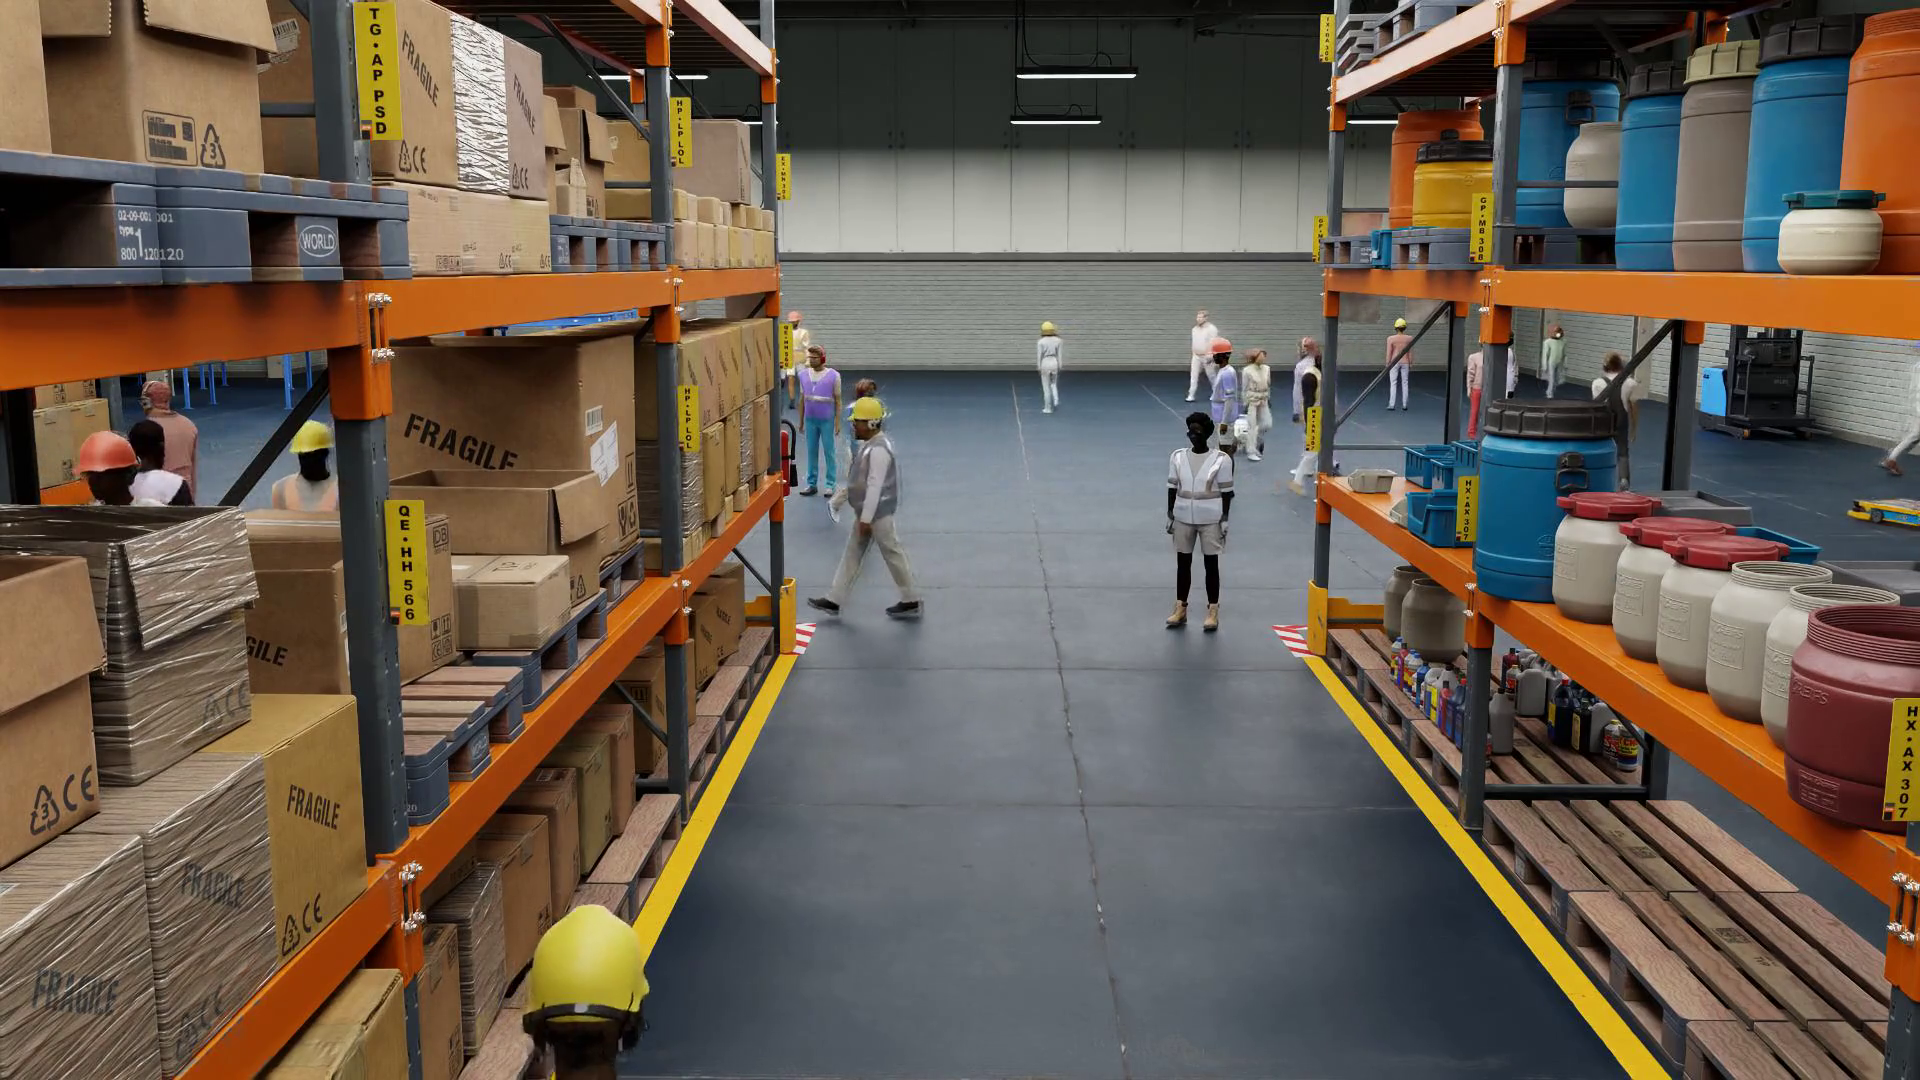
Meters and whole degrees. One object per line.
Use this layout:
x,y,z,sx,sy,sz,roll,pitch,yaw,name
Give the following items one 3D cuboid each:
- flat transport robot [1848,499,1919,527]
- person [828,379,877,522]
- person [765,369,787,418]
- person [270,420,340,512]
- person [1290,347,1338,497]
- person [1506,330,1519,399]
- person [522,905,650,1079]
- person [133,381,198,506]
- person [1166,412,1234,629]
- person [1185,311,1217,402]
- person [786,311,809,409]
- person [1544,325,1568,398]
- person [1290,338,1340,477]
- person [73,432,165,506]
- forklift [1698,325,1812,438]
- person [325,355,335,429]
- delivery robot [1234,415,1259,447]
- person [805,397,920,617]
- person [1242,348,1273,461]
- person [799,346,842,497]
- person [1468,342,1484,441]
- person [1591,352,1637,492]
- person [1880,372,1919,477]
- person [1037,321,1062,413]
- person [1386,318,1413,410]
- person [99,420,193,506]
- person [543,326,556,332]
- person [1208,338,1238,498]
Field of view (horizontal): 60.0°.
10.475,-0.267,18.062,0.652,0.197,1.431,-3,10,-17,flat transport robot
-1.086,-0.935,17.908,0.698,1.616,0.515,7,12,37,person
-3.120,-2.666,27.228,0.616,1.974,0.552,-3,10,-19,person
-3.880,0.211,10.175,0.593,1.911,0.559,1,10,4,person
4.393,-1.443,20.300,0.446,1.840,0.645,8,12,39,person
8.362,-2.331,25.607,0.429,1.844,0.627,-2,10,-10,person
-0.637,1.484,3.031,0.548,1.729,0.834,0,9,1,person
-6.417,-0.325,13.399,0.407,1.904,0.655,2,10,13,person
1.860,-0.155,13.004,0.541,1.696,0.315,5,11,26,person
5.045,-3.801,34.362,0.633,1.866,0.993,8,12,40,person
-3.235,-3.566,32.824,0.551,1.911,0.899,0,9,3,person
11.826,-3.463,33.034,0.531,1.619,0.401,-2,10,-13,person
4.712,-1.739,22.011,0.666,1.871,0.856,-8,13,-41,person
-4.201,0.433,8.549,0.613,2.021,0.905,2,10,14,person
13.248,-3.165,27.620,1.129,2.768,1.873,0,9,1,forklift
-8.906,-2.105,24.126,0.580,1.891,0.653,7,11,34,person
4.282,-1.658,25.252,0.477,0.478,0.707,-1,9,-7,delivery robot
-0.747,-0.251,13.325,0.946,1.777,0.620,-3,10,-15,person
4.279,-1.953,23.976,0.535,1.624,0.365,-5,11,-29,person
-1.708,-1.464,20.407,0.567,1.841,0.377,4,10,24,person
8.206,-2.347,25.988,0.540,1.755,0.330,1,10,7,person
7.718,-1.311,19.633,0.535,1.808,0.835,3,10,16,person
12.744,-1.753,21.941,0.939,1.916,0.616,3,10,15,person
1.675,-3.289,31.627,0.496,1.730,0.366,-4,10,-21,person
8.518,-3.405,32.253,0.530,1.772,0.303,0,9,-2,person
-5.061,0.173,10.533,0.620,1.860,1.015,2,10,12,person
-9.839,-4.736,39.856,0.450,1.891,0.614,-3,10,-18,person
3.202,-1.491,20.294,0.376,1.934,0.547,1,10,5,person
